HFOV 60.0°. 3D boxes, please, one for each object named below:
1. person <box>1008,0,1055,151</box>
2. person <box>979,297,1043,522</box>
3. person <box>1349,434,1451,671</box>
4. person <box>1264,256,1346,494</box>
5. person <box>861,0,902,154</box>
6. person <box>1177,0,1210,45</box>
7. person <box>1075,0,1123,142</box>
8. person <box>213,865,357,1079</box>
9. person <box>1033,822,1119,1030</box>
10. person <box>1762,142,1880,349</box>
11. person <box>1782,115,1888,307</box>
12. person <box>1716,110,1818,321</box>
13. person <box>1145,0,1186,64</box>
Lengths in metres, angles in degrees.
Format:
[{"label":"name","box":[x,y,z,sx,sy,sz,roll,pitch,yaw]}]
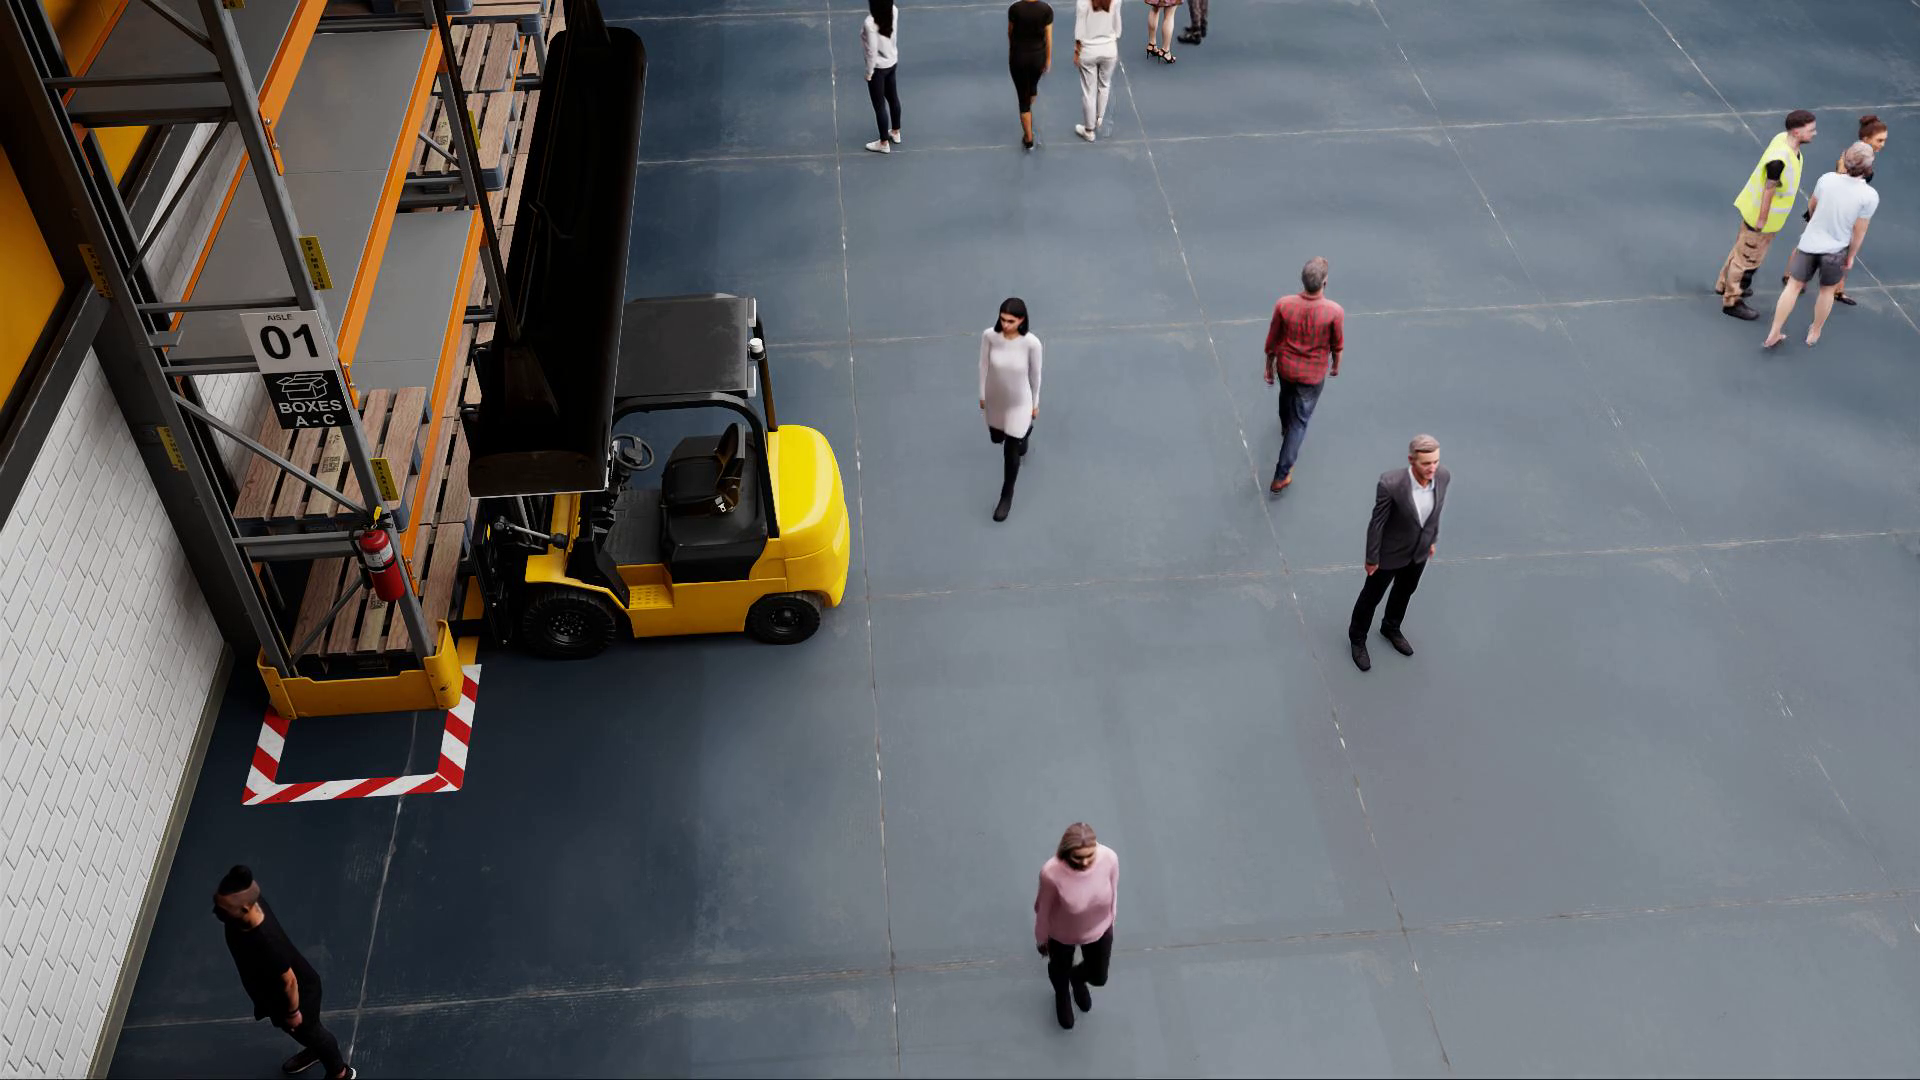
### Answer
[{"label":"person","box":[0.642,-4.466,15.640,0.578,1.617,1.063,-3,44,-3]},{"label":"person","box":[0.394,-1.026,11.907,0.926,1.786,1.141,16,46,16]},{"label":"person","box":[2.850,0.045,10.742,0.779,1.842,0.721,-16,46,-16]},{"label":"person","box":[2.458,-1.172,12.063,1.132,1.782,1.332,19,47,19]},{"label":"person","box":[-0.724,-4.442,15.555,0.761,1.700,0.672,23,48,22]},{"label":"person","box":[2.485,-5.969,17.147,0.737,1.715,0.648,20,47,19]},{"label":"person","box":[1.315,-4.596,15.733,0.668,1.676,0.779,-14,45,-14]},{"label":"person","box":[-3.448,2.234,8.428,0.832,1.864,0.734,-31,52,-28]},{"label":"person","box":[0.595,1.973,8.838,0.648,1.677,0.632,-9,44,-10]},{"label":"person","box":[6.816,-2.291,13.219,0.989,1.807,0.937,-33,52,-30]},{"label":"person","box":[7.222,-2.774,13.835,0.795,1.657,0.962,-21,47,-20]},{"label":"person","box":[6.596,-2.701,13.622,0.910,1.844,0.833,19,47,19]},{"label":"person","box":[2.095,-5.684,16.804,0.857,1.774,0.778,-29,50,-27]}]
